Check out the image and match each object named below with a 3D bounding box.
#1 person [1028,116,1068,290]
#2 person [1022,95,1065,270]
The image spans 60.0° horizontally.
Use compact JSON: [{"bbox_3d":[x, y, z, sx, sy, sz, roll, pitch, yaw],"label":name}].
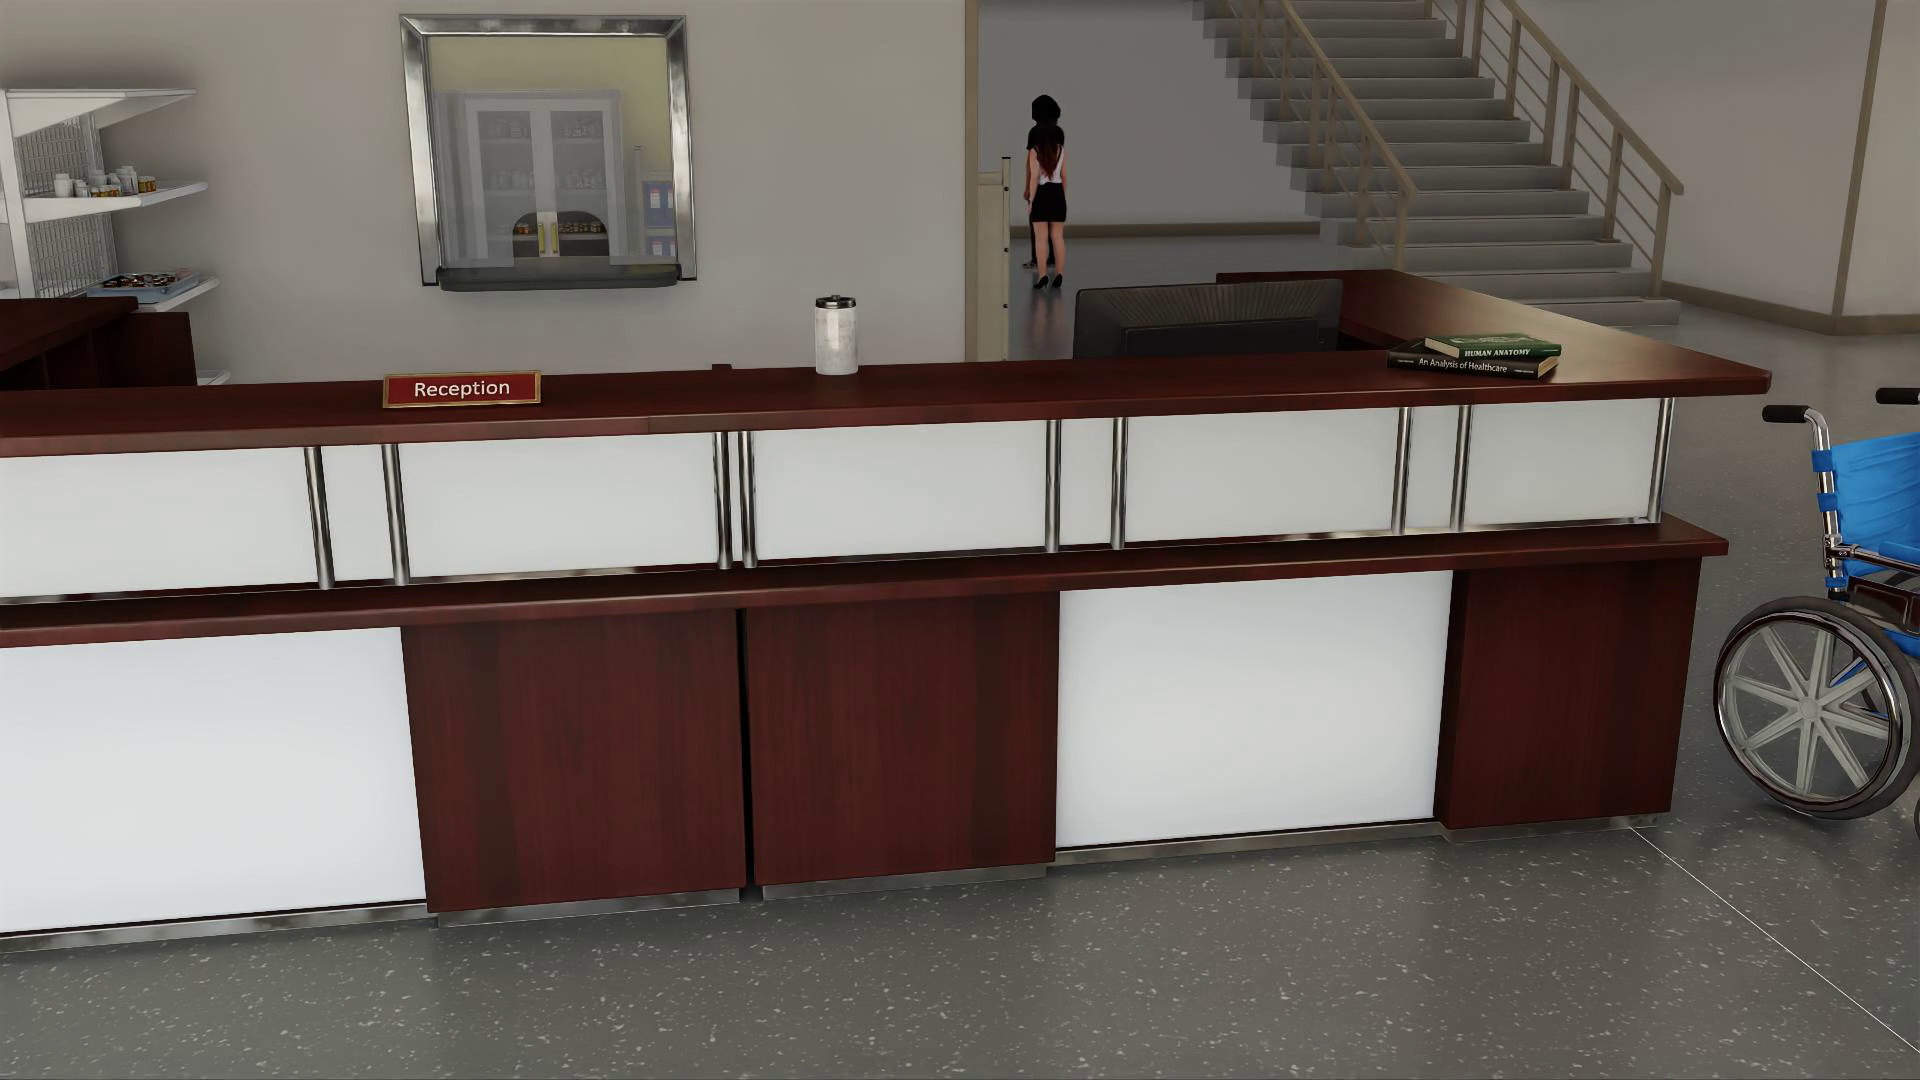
[{"bbox_3d":[0.856,-3.291,16.248,0.595,1.648,0.573,-7,17,-22],"label":"person"},{"bbox_3d":[0.915,-3.847,17.872,0.706,1.824,0.686,-11,19,-34],"label":"person"}]
